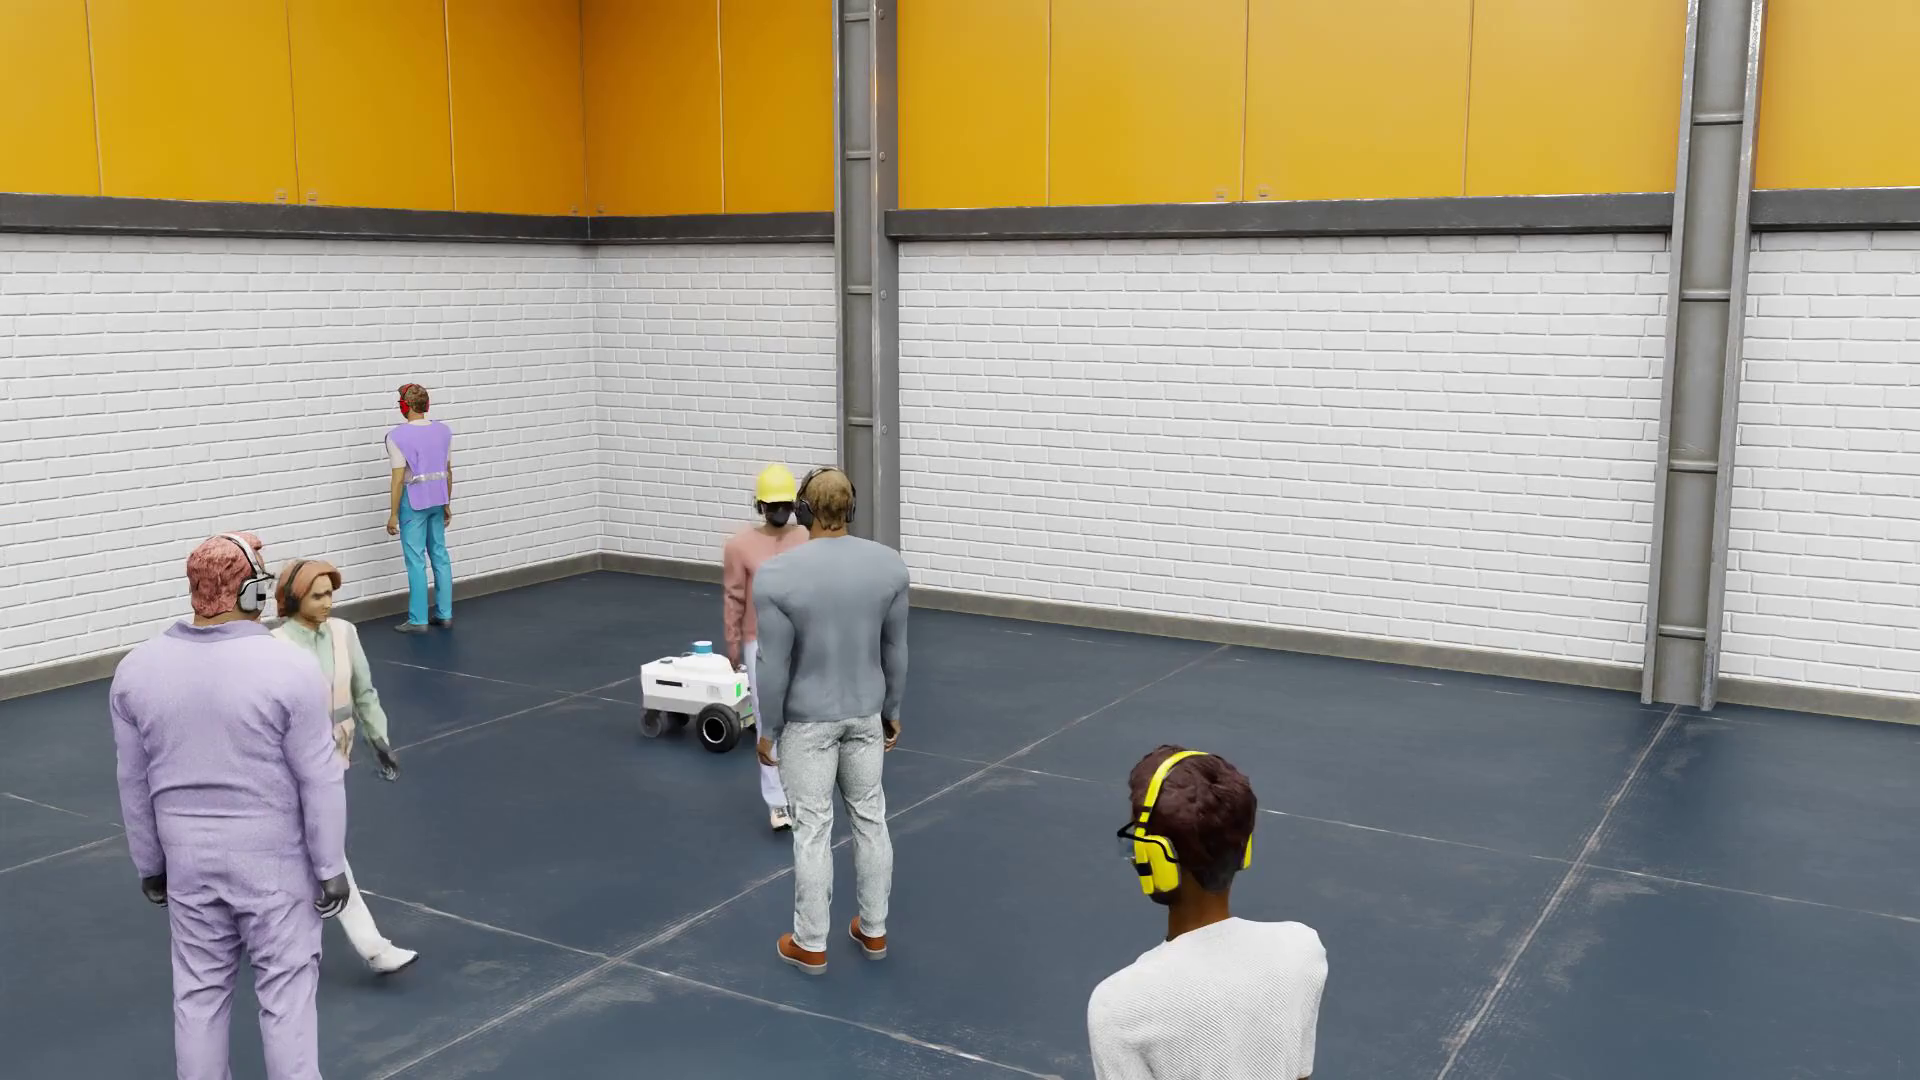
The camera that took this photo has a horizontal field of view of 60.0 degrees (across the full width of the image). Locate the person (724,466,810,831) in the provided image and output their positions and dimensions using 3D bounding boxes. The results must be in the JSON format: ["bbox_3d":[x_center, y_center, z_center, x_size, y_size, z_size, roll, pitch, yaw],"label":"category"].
[{"bbox_3d":[-0.835,0.511,7.987,0.536,1.724,0.870,-4,10,-21],"label":"person"}]

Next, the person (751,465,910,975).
[{"bbox_3d":[-0.492,0.677,6.317,0.631,1.940,0.372,-5,10,-28],"label":"person"}]

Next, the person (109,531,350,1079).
[{"bbox_3d":[-2.098,0.922,4.888,0.652,1.906,0.402,1,9,6],"label":"person"}]

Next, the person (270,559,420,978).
[{"bbox_3d":[-2.398,0.856,6.282,0.905,1.580,0.524,4,10,21],"label":"person"}]

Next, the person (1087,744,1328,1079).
[{"bbox_3d":[0.391,1.267,2.871,0.516,1.865,0.329,-6,11,-35],"label":"person"}]

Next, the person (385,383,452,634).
[{"bbox_3d":[-3.965,-0.231,12.264,0.381,1.845,0.570,5,10,29],"label":"person"}]

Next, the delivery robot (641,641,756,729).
[{"bbox_3d":[-1.454,0.819,9.442,0.707,0.478,0.477,4,10,25],"label":"delivery robot"}]
